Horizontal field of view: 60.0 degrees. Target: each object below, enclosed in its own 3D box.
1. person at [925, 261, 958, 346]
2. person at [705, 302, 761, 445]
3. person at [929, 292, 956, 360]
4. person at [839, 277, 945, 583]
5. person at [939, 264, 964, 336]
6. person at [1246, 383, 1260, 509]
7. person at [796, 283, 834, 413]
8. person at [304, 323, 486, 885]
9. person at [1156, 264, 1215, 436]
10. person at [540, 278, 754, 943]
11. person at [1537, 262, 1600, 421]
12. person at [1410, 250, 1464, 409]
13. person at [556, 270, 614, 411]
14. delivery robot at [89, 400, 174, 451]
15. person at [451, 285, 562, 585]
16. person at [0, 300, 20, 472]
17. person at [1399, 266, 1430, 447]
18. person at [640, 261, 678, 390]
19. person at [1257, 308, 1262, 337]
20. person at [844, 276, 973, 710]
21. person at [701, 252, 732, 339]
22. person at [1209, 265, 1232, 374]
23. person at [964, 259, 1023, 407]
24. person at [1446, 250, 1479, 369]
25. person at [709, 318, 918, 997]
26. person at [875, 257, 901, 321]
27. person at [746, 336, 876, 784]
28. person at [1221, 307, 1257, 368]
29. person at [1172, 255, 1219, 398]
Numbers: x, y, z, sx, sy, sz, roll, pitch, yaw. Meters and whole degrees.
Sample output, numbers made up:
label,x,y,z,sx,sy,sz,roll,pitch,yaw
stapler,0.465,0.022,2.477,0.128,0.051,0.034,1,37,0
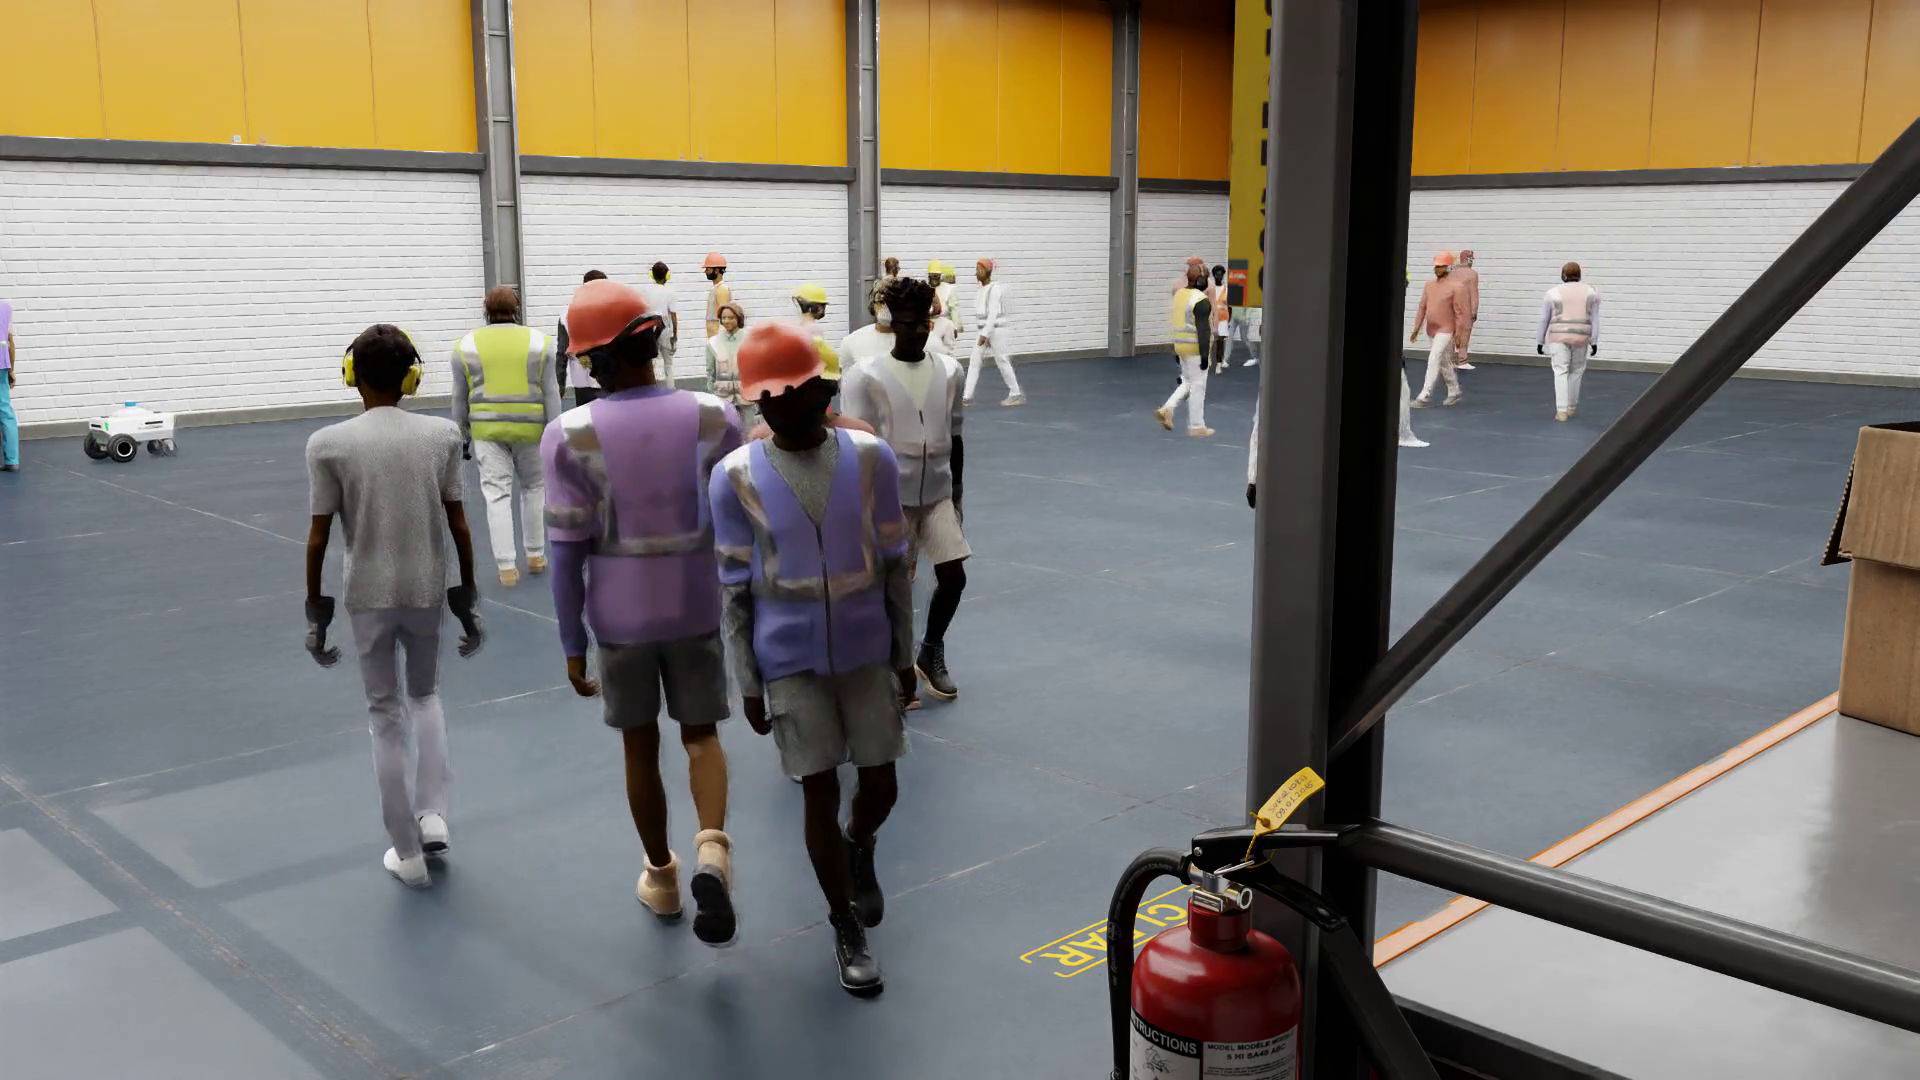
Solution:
label,x,y,z,sx,sy,sz,roll,pitch,yaw
person,-0.322,-2.846,22.349,0.590,1.780,0.930,-1,10,-4
person,-1.824,-1.139,13.578,0.513,1.596,0.864,1,10,4
person,-0.306,-1.579,15.882,0.531,1.615,0.452,0,10,3
person,-0.386,-0.604,9.840,0.644,1.903,0.972,1,10,6
person,-0.255,-3.123,24.069,0.752,1.715,0.485,-8,13,-37
person,1.809,-0.367,8.607,0.612,1.870,1.010,4,11,23
person,-1.162,-1.155,13.207,0.366,1.749,0.538,-6,12,-29
person,-1.880,0.219,5.491,0.556,1.840,0.461,-6,12,-32
person,2.437,-1.994,17.591,0.536,1.829,0.645,-4,11,-21
person,-0.892,0.233,4.950,0.642,2.016,0.721,-4,11,-20
person,7.058,-2.313,19.372,0.655,1.808,0.782,2,11,9
person,5.971,-2.613,20.654,1.017,1.952,0.610,-5,12,-26
person,-2.861,-1.197,13.142,0.604,1.876,0.996,1,10,4
delivery robot,-7.911,-1.092,15.899,0.477,0.478,0.707,7,13,34
person,-2.807,-0.664,10.355,0.654,1.819,0.756,-2,11,-13
person,-8.667,-1.493,14.817,0.383,1.845,0.570,4,11,22
person,4.273,-1.883,16.847,0.938,1.890,0.597,2,11,13
person,-3.655,-2.446,20.117,0.536,1.821,0.995,1,10,4
person,4.228,-2.852,21.855,0.654,1.978,0.442,2,11,12
person,-0.225,-0.197,7.463,0.621,1.950,0.437,-5,11,-24
person,-2.773,-2.317,19.060,0.357,1.938,0.542,-2,11,-12
person,3.958,-3.417,25.719,0.543,1.684,0.583,1,10,8
person,0.372,-2.567,20.726,0.973,1.840,0.580,-6,12,-29
person,8.040,-3.672,26.562,0.402,1.903,0.643,-6,12,-29
person,-0.414,0.322,4.748,0.585,1.912,0.519,-3,11,-13
person,-0.974,-3.100,23.649,0.500,1.825,0.444,6,12,28
person,-0.560,0.086,6.455,0.520,1.754,0.381,-2,11,-11
person,4.527,-3.589,26.968,0.839,1.584,0.555,-10,14,-43
person,3.030,-2.766,21.660,0.652,1.881,0.733,9,14,42
